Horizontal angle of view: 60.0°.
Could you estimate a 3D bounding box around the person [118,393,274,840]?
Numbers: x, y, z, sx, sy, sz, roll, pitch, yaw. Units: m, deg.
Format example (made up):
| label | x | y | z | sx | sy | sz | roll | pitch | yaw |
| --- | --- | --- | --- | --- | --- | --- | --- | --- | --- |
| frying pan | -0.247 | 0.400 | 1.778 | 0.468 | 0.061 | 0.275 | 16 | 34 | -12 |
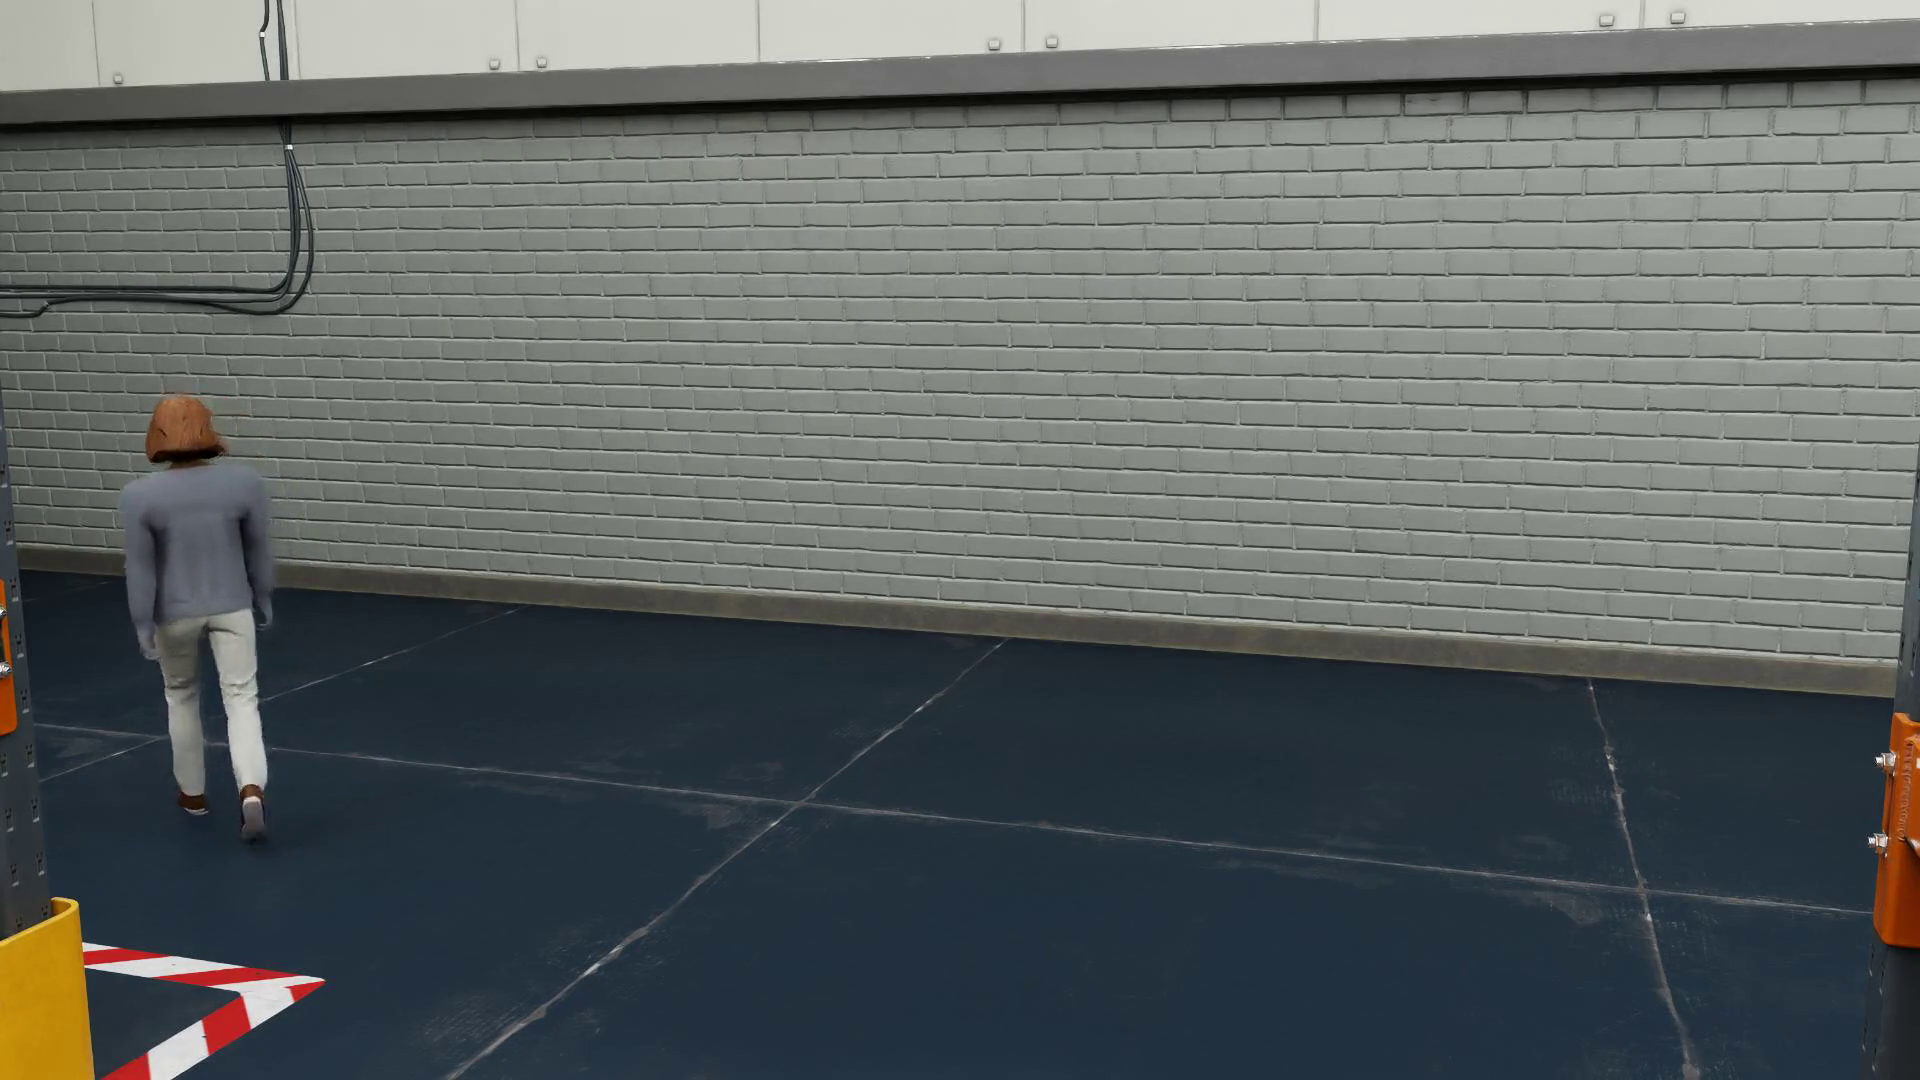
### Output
| label | x | y | z | sx | sy | sz | roll | pitch | yaw |
| --- | --- | --- | --- | --- | --- | --- | --- | --- | --- |
| person | -2.737 | 0.270 | 6.026 | 0.500 | 1.603 | 0.762 | -5 | 11 | -28 |
